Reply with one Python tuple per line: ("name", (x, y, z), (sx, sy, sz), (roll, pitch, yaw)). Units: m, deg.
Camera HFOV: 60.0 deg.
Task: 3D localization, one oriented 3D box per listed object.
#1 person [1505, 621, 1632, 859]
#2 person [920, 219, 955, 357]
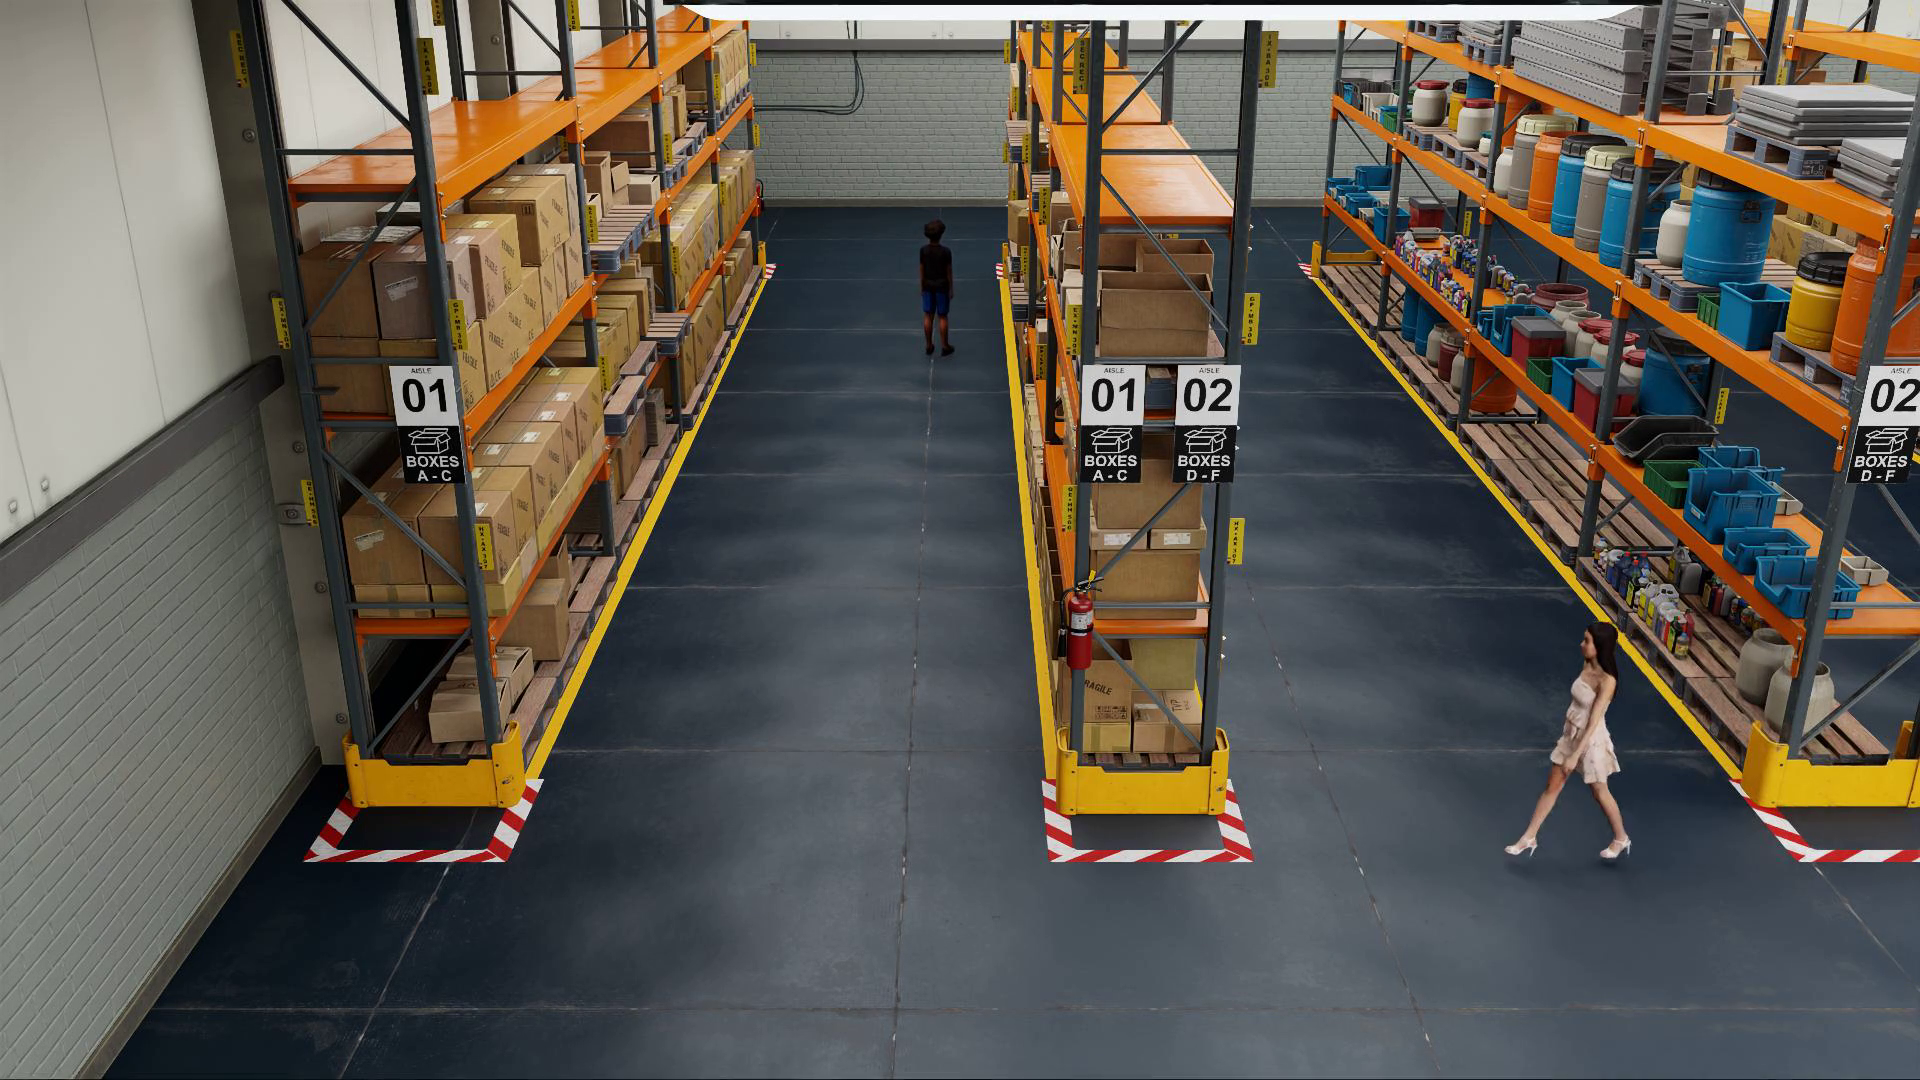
("person", (4.104, 1.357, 10.650), (0.663, 1.684, 0.981), (-1, 22, -3))
("person", (-0.314, -3.340, 21.981), (0.674, 1.800, 0.671), (6, 23, 15))
